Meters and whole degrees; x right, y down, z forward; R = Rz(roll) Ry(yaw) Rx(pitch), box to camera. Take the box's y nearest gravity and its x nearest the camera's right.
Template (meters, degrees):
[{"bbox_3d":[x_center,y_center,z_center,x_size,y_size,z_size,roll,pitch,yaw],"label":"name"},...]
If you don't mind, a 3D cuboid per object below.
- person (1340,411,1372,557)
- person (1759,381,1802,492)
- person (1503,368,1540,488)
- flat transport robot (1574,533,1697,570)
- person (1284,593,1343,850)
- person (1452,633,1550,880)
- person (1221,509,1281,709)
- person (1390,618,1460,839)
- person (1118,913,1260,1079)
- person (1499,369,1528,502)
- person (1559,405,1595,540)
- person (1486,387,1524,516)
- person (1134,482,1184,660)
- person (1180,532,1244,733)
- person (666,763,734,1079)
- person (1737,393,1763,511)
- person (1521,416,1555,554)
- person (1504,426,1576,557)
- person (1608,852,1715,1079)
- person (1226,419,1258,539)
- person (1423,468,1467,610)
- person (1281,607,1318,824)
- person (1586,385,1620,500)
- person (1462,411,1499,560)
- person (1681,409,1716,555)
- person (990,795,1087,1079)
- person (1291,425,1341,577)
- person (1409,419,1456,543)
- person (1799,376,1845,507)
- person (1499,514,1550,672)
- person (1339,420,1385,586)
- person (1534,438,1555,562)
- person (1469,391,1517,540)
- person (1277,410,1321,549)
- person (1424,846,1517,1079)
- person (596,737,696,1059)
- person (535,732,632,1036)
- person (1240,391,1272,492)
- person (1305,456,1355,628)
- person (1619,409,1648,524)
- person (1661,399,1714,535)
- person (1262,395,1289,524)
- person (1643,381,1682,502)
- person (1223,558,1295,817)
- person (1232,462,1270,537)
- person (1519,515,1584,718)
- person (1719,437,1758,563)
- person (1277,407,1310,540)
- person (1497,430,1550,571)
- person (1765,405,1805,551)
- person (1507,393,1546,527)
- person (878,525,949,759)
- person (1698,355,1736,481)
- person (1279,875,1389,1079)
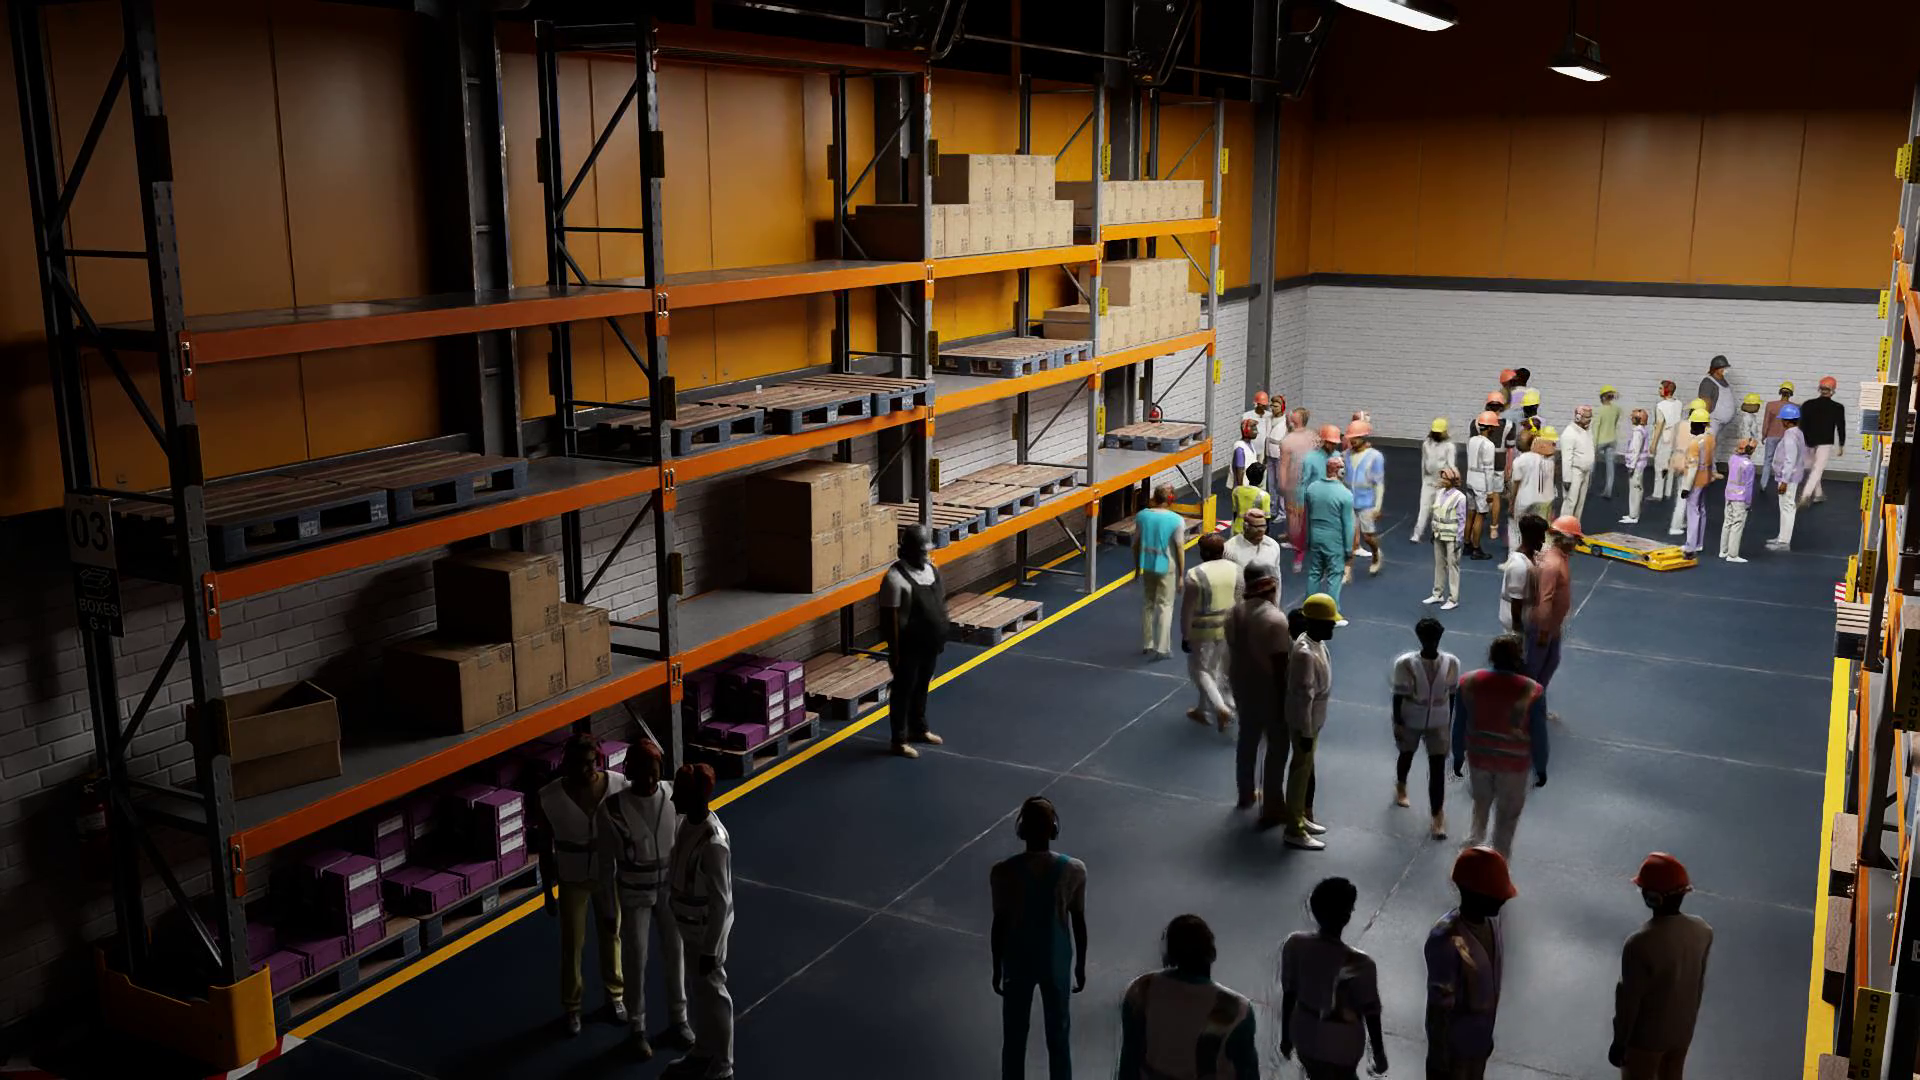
[{"bbox_3d":[5.209,-0.745,21.749,0.409,1.906,0.651,-2,13,-10],"label":"person"},{"bbox_3d":[12.787,-1.598,25.919,0.532,1.754,0.342,6,14,25],"label":"person"},{"bbox_3d":[8.838,-1.755,26.241,0.596,1.919,0.382,-4,13,-18],"label":"person"},{"bbox_3d":[8.726,0.126,21.542,0.652,0.197,1.431,-7,14,-28],"label":"flat transport robot"},{"bbox_3d":[2.621,1.328,12.421,0.388,1.927,0.589,4,13,16],"label":"person"},{"bbox_3d":[3.794,1.545,11.664,0.651,1.826,0.464,9,16,35],"label":"person"},{"bbox_3d":[2.724,0.636,15.581,0.644,1.902,0.399,-5,13,-20],"label":"person"},{"bbox_3d":[3.566,1.377,12.843,0.530,1.647,0.902,1,13,3],"label":"person"},{"bbox_3d":[0.987,2.537,7.358,0.609,1.783,0.989,11,17,41],"label":"person"},{"bbox_3d":[8.342,-1.603,25.364,0.609,2.003,0.723,-2,13,-7],"label":"person"},{"bbox_3d":[8.312,-0.881,22.389,0.654,1.897,0.403,-12,17,-43],"label":"person"},{"bbox_3d":[7.884,-1.276,24.152,0.922,1.903,0.643,-9,15,-34],"label":"person"},{"bbox_3d":[2.048,0.319,17.159,0.577,1.847,0.382,10,16,37],"label":"person"},{"bbox_3d":[2.265,0.829,14.894,0.637,1.821,0.729,-7,14,-29],"label":"person"},{"bbox_3d":[-1.412,2.107,9.034,0.355,1.882,0.576,-6,14,-24],"label":"person"},{"bbox_3d":[11.670,-1.311,24.651,0.295,1.744,0.484,5,14,22],"label":"person"},{"bbox_3d":[7.522,-0.692,21.671,0.709,1.838,0.469,-8,15,-33],"label":"person"},{"bbox_3d":[7.601,-0.646,21.742,0.897,1.721,0.524,5,13,20],"label":"person"},{"bbox_3d":[3.398,2.370,8.170,0.568,1.743,0.353,-7,14,-28],"label":"person"},{"bbox_3d":[3.652,-0.656,21.523,0.396,1.837,0.564,5,14,21],"label":"person"},{"bbox_3d":[5.599,-0.023,19.119,0.306,1.640,0.521,-5,14,-22],"label":"person"},{"bbox_3d":[2.636,1.347,12.847,0.319,1.698,0.539,3,13,12],"label":"person"},{"bbox_3d":[9.845,-1.518,25.600,0.537,1.731,0.787,-4,13,-19],"label":"person"},{"bbox_3d":[6.758,-0.708,21.536,0.390,1.929,0.544,-3,13,-11],"label":"person"},{"bbox_3d":[9.621,-0.760,21.766,0.368,1.928,0.585,12,17,43],"label":"person"},{"bbox_3d":[0.407,2.215,8.651,0.508,1.837,0.330,-1,13,-2],"label":"person"},{"bbox_3d":[4.425,-0.494,20.612,0.643,1.934,0.874,-3,13,-15],"label":"person"},{"bbox_3d":[6.437,-0.803,22.488,0.492,1.684,0.926,10,16,37],"label":"person"},{"bbox_3d":[12.900,-1.481,24.950,0.994,1.956,0.633,-10,16,-39],"label":"person"},{"bbox_3d":[5.072,0.724,15.037,0.368,1.961,0.613,5,14,23],"label":"person"},{"bbox_3d":[4.894,-0.472,20.277,0.619,2.022,0.793,11,17,40],"label":"person"},{"bbox_3d":[7.434,-0.489,21.247,0.286,1.625,0.495,8,15,33],"label":"person"},{"bbox_3d":[7.234,-1.012,22.680,0.611,2.030,0.410,3,13,14],"label":"person"},{"bbox_3d":[4.494,-0.767,21.911,0.680,1.885,0.555,-7,14,-29],"label":"person"},{"bbox_3d":[2.389,2.347,7.835,0.374,1.935,0.552,11,17,40],"label":"person"},{"bbox_3d":[-1.762,2.017,9.451,0.584,1.878,0.362,-8,15,-30],"label":"person"},{"bbox_3d":[-2.171,1.979,9.729,0.566,1.836,0.396,-6,14,-24],"label":"person"},{"bbox_3d":[4.464,-1.363,24.890,0.573,1.742,0.351,-3,13,-11],"label":"person"},{"bbox_3d":[4.092,0.016,18.367,0.399,1.900,0.643,-10,16,-38],"label":"person"},{"bbox_3d":[9.642,-1.052,23.724,0.307,1.640,0.521,7,15,30],"label":"person"},{"bbox_3d":[10.130,-1.011,23.011,0.841,1.880,0.595,-9,15,-34],"label":"person"},{"bbox_3d":[4.552,-1.156,23.752,0.393,1.836,0.560,-7,14,-29],"label":"person"},{"bbox_3d":[10.700,-1.497,25.239,0.571,1.849,0.382,-9,15,-35],"label":"person"},{"bbox_3d":[2.403,1.112,13.129,0.542,2.000,0.733,-7,15,-30],"label":"person"},{"bbox_3d":[3.355,-0.065,19.200,0.320,1.686,0.540,-11,17,-41],"label":"person"},{"bbox_3d":[5.261,0.748,14.978,0.525,1.953,0.663,7,14,28],"label":"person"},{"bbox_3d":[9.998,-0.519,21.360,0.313,1.631,0.526,-1,13,-4],"label":"person"},{"bbox_3d":[4.570,-0.877,22.475,0.346,1.847,0.507,-7,14,-29],"label":"person"},{"bbox_3d":[7.068,-0.451,20.635,0.518,1.821,0.699,-8,15,-33],"label":"person"},{"bbox_3d":[10.941,-0.823,22.014,0.402,1.943,0.605,8,15,31],"label":"person"},{"bbox_3d":[7.987,-1.105,23.357,0.399,1.913,0.591,10,16,38],"label":"person"},{"bbox_3d":[-0.351,0.844,14.329,0.552,2.000,0.716,9,15,34],"label":"person"},{"bbox_3d":[12.270,-1.976,26.954,0.684,2.000,0.538,-11,17,-42],"label":"person"},{"bbox_3d":[1.720,2.441,8.026,0.822,1.665,0.532,-9,15,-34],"label":"person"}]
